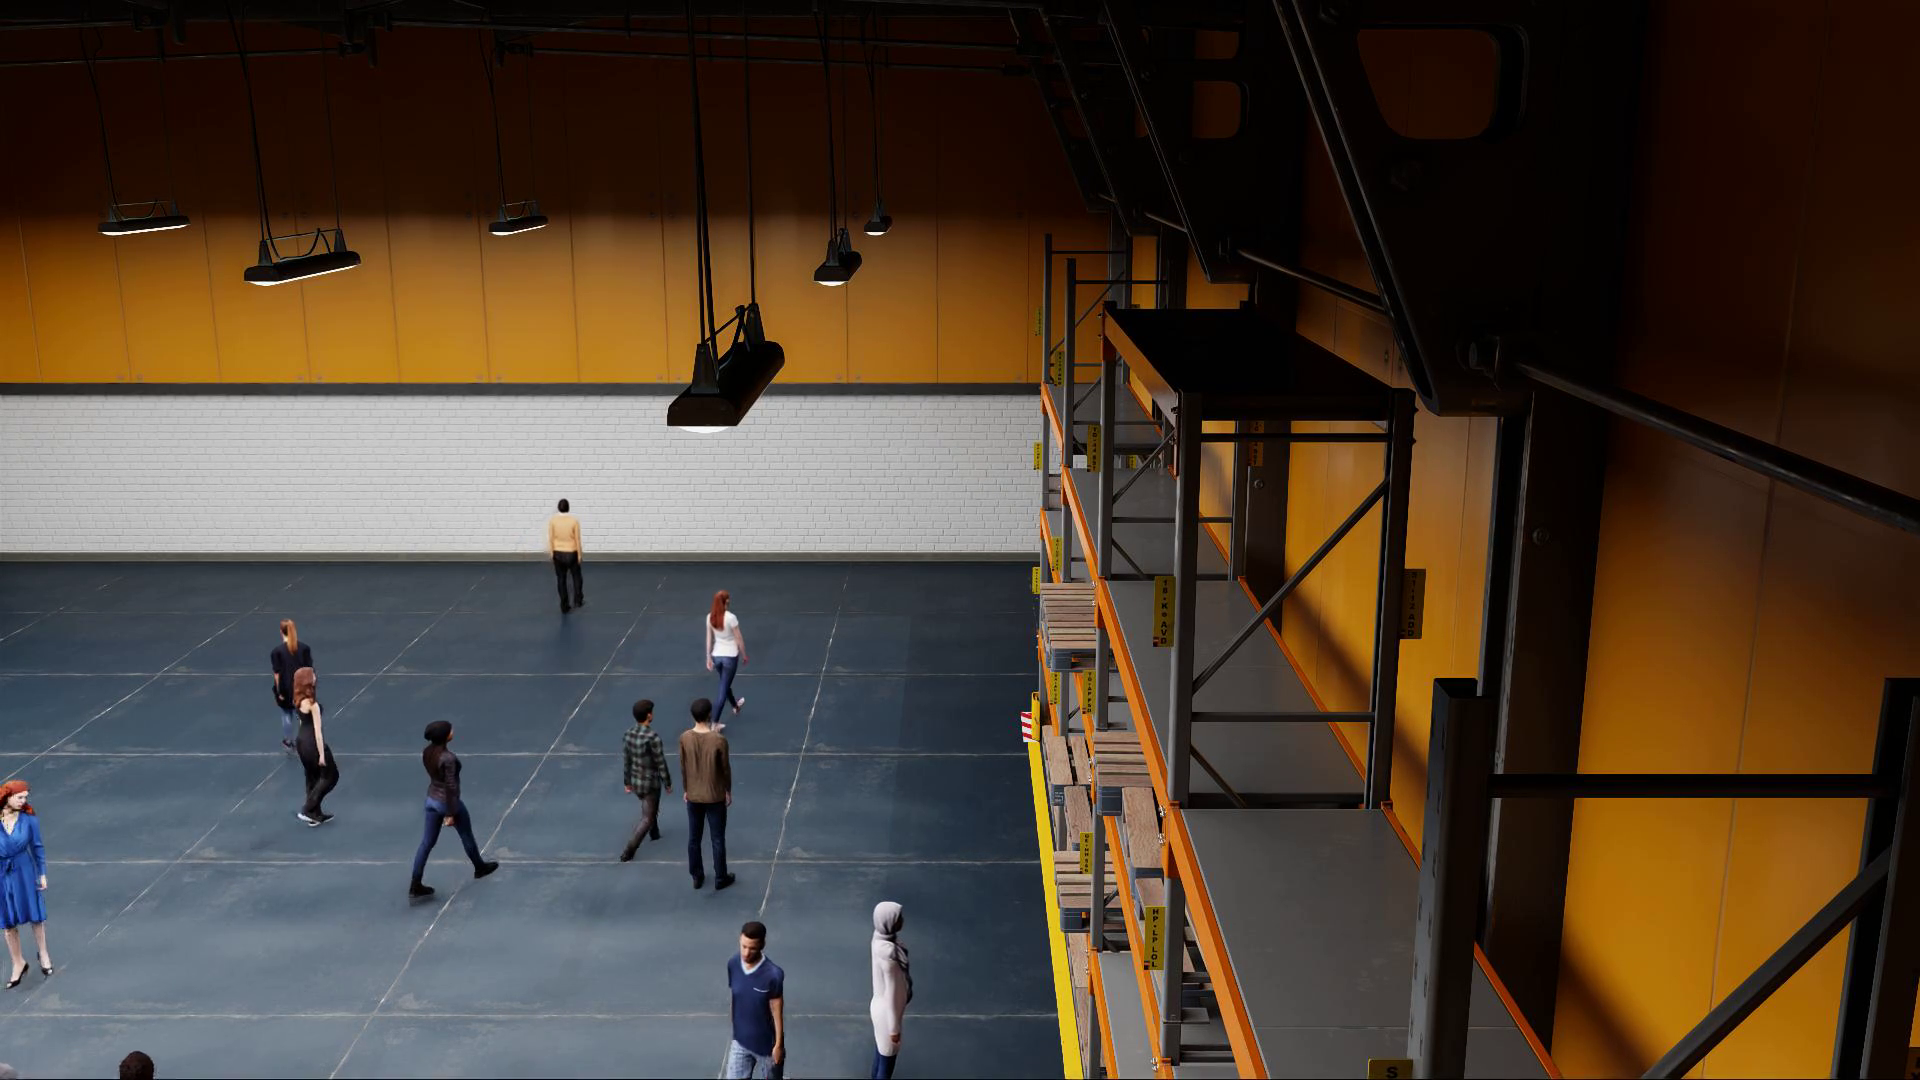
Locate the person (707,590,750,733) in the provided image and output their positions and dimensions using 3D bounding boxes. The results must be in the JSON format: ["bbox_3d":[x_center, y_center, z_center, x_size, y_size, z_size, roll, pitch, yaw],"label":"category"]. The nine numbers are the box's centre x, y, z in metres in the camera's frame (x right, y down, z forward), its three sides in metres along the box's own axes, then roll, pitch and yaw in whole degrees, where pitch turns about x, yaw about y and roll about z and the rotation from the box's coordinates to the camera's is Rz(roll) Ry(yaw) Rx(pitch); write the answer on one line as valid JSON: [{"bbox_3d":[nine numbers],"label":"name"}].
[{"bbox_3d":[-2.896,1.505,20.181,0.895,1.689,1.199,6,15,24],"label":"person"}]

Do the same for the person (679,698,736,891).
[{"bbox_3d":[-2.439,2.430,15.942,0.685,1.886,0.608,2,14,10],"label":"person"}]

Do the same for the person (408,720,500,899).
[{"bbox_3d":[-4.976,2.577,15.746,1.097,1.692,1.250,10,17,37],"label":"person"}]

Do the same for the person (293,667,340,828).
[{"bbox_3d":[-6.835,2.178,17.298,0.758,1.737,0.825,11,17,37],"label":"person"}]

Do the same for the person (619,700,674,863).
[{"bbox_3d":[-3.233,2.471,16.840,1.062,1.697,1.158,11,17,37],"label":"person"}]

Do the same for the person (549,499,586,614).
[{"bbox_3d":[-5.996,0.263,25.208,0.662,1.736,0.777,-1,14,-3],"label":"person"}]

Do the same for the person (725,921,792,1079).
[{"bbox_3d":[-1.370,3.490,11.738,0.990,1.803,1.246,7,15,28],"label":"person"}]

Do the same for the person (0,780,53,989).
[{"bbox_3d":[-8.044,2.912,14.111,0.745,1.811,0.722,-2,14,-7],"label":"person"}]

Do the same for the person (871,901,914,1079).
[{"bbox_3d":[-0.525,3.436,12.021,0.689,1.775,0.509,-2,14,-7],"label":"person"}]

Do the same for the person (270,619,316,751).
[{"bbox_3d":[-7.656,1.760,19.200,0.899,1.655,1.049,-7,15,-28],"label":"person"}]
